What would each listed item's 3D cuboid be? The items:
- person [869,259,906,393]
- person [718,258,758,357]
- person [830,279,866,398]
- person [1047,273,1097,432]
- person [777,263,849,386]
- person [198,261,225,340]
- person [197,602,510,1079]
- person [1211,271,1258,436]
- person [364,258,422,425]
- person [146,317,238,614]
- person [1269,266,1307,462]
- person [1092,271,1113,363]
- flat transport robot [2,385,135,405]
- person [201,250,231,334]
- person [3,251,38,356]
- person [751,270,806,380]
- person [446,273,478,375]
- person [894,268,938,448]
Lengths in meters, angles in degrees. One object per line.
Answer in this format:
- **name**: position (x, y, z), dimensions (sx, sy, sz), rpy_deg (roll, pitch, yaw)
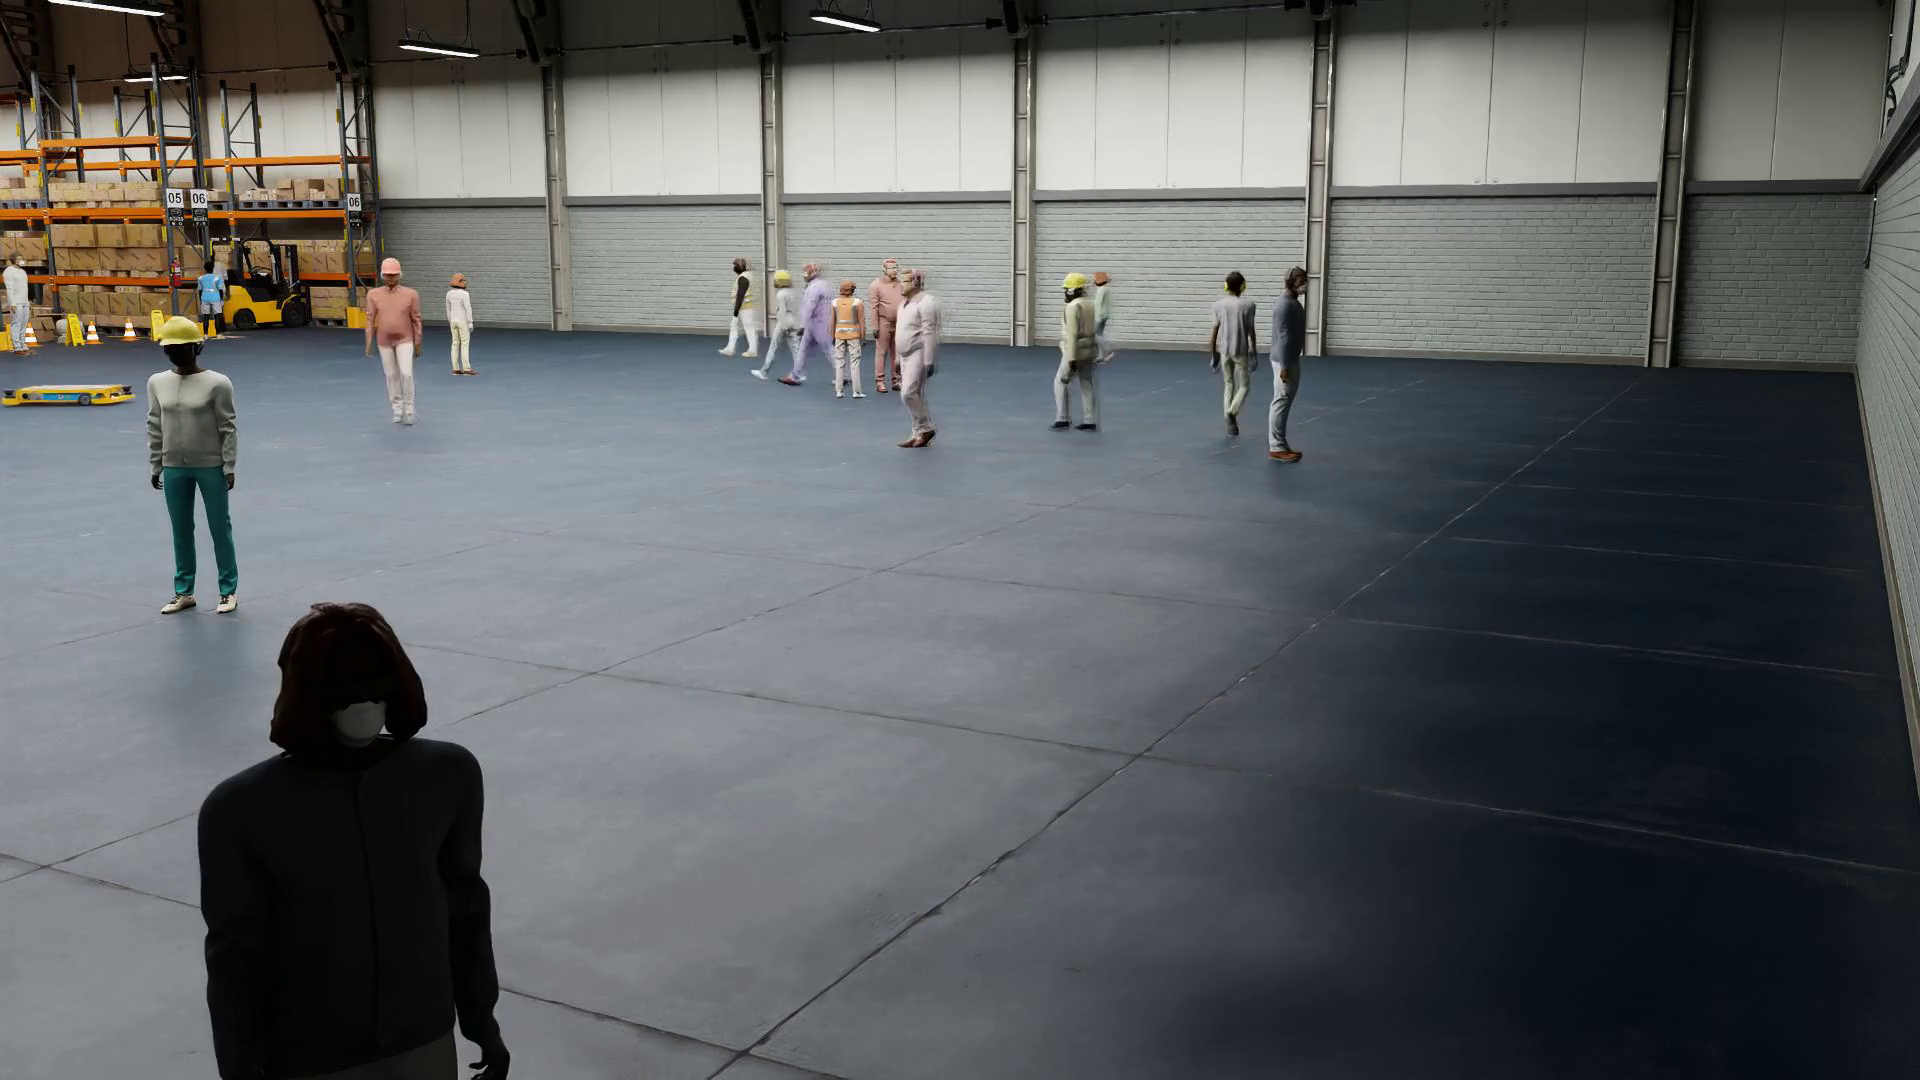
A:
- **person**: position (-0.990, -3.074, 23.873), dimensions (0.642, 1.909, 0.408), rpy_deg (-8, 13, -37)
- **person**: position (-4.141, -4.281, 30.702), dimensions (0.839, 1.811, 0.662), rpy_deg (-1, 10, -7)
- **person**: position (-1.542, -2.769, 22.946), dimensions (0.522, 1.636, 0.310), rpy_deg (3, 11, 18)
- **person**: position (1.273, -2.137, 19.036), dimensions (0.689, 1.810, 0.600), rpy_deg (6, 12, 31)
- **person**: position (-2.152, -3.192, 24.731), dimensions (1.073, 1.843, 0.638), rpy_deg (-2, 11, -9)
- **person**: position (-16.085, -5.134, 35.723), dimensions (0.545, 1.689, 0.322), rpy_deg (1, 10, 4)
- **person**: position (-1.039, 0.905, 2.917), dimensions (0.498, 1.634, 0.280), rpy_deg (-9, 14, -40)
- **person**: position (3.034, -2.055, 18.453), dimensions (0.529, 1.853, 0.530), rpy_deg (5, 12, 25)
- **person**: position (-6.726, -2.336, 19.702), dimensions (0.632, 1.963, 0.812), rpy_deg (-1, 10, -8)
- **person**: position (-4.550, -0.435, 9.870), dimensions (0.526, 1.768, 0.315), rpy_deg (0, 10, 0)
- **person**: position (3.273, -1.753, 16.586), dimensions (0.362, 1.936, 0.631), rpy_deg (4, 11, 19)
- **person**: position (2.458, -3.886, 29.093), dimensions (0.372, 1.619, 0.515), rpy_deg (3, 11, 13)
- **flat transport robot**: position (-11.874, -1.941, 22.160), dimensions (1.431, 0.197, 0.652), rpy_deg (-1, 10, -5)
- **person**: position (-17.137, -5.689, 38.125), dimensions (1.006, 1.904, 0.611), rpy_deg (6, 12, 29)
- **person**: position (-17.554, -4.405, 31.041), dimensions (0.372, 1.940, 0.627), rpy_deg (-1, 10, -4)
- **person**: position (-2.797, -3.321, 25.785), dimensions (0.860, 1.702, 0.496), rpy_deg (4, 11, 19)
- **person**: position (-8.023, -3.462, 26.731), dimensions (0.498, 1.634, 0.280), rpy_deg (6, 12, 29)
- **person**: position (-0.507, -1.899, 17.491), dimensions (0.432, 1.892, 0.678), rpy_deg (-5, 12, -27)
